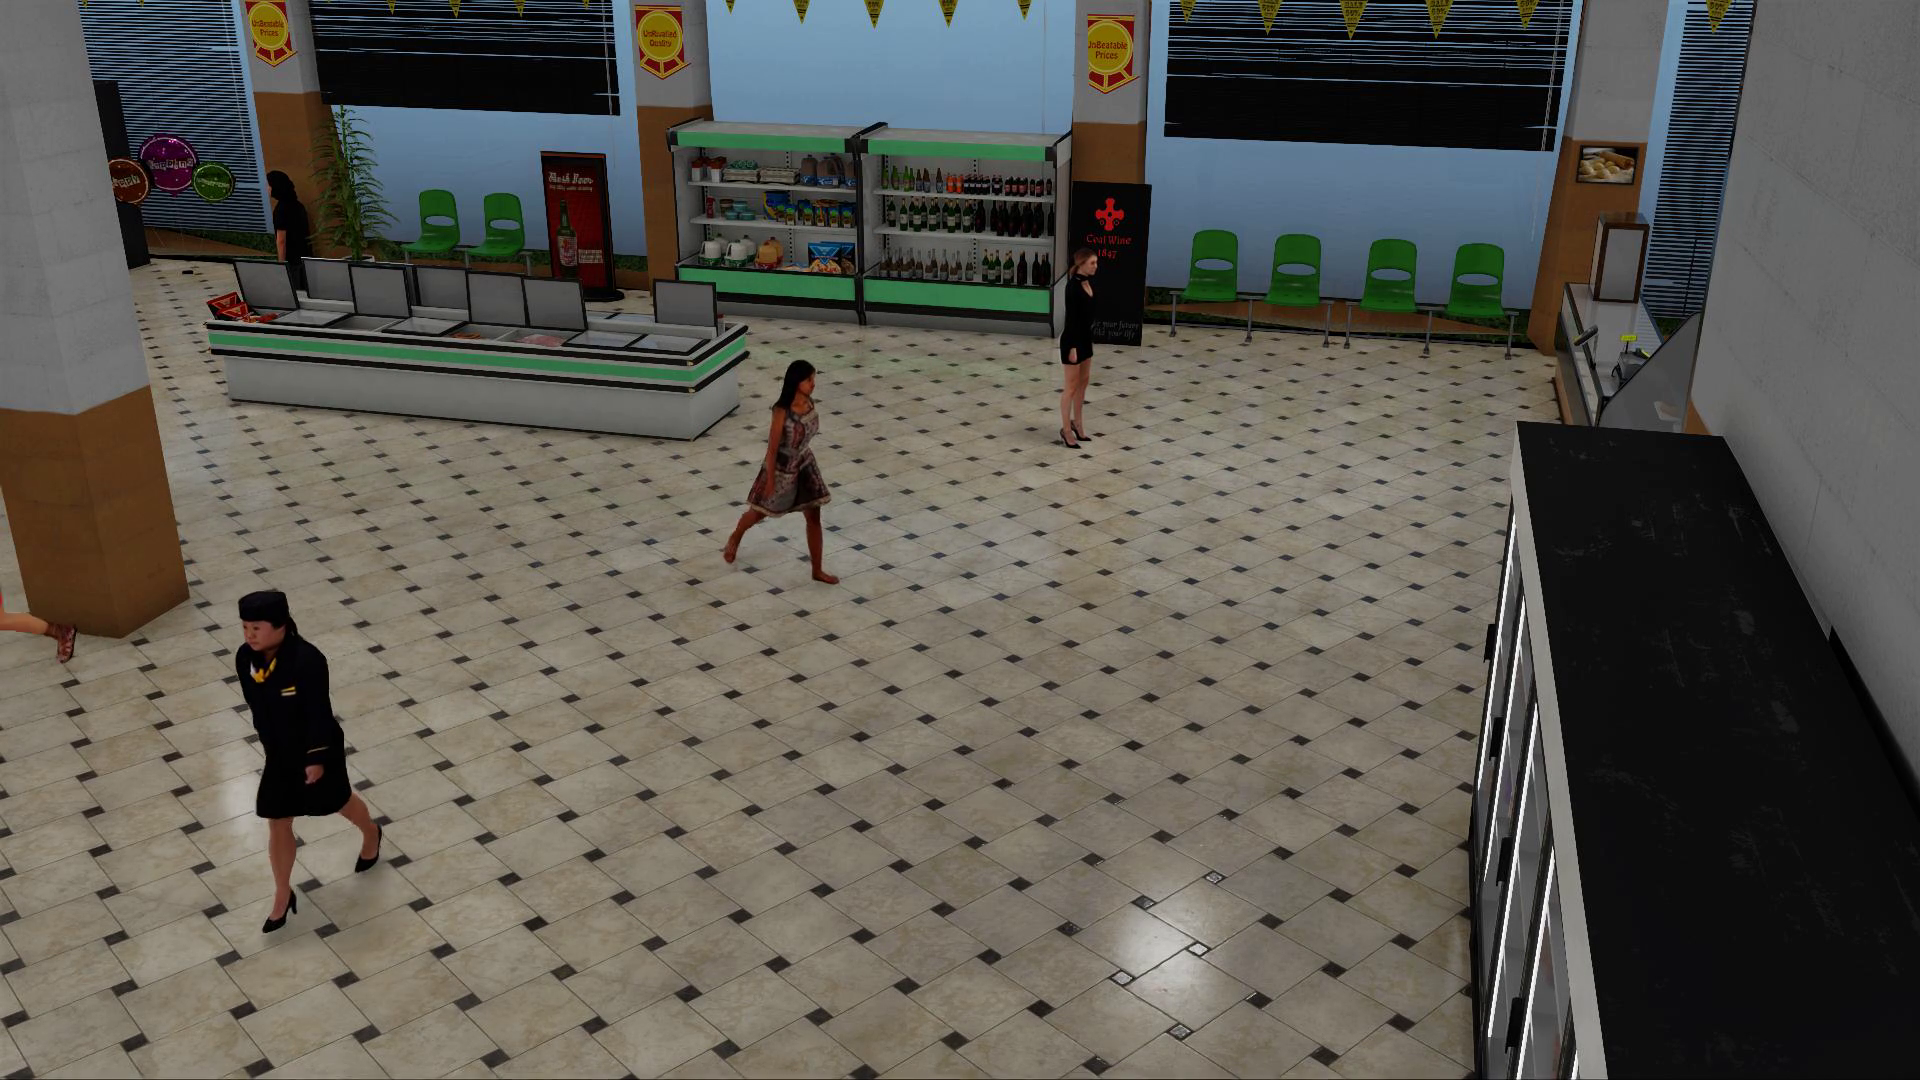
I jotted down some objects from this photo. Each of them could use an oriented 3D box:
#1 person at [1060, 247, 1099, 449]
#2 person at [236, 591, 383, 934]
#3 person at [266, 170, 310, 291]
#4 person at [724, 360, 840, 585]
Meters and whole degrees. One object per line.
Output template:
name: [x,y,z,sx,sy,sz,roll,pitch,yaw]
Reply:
person: [1.036,-1.682,14.479,0.591,1.765,0.612,11,24,25]
person: [-3.093,0.992,7.997,0.959,1.636,0.733,6,23,14]
person: [-7.104,-3.029,17.746,0.580,1.829,0.663,2,22,5]
person: [-1.266,-0.484,11.723,1.279,1.596,0.983,18,28,38]
